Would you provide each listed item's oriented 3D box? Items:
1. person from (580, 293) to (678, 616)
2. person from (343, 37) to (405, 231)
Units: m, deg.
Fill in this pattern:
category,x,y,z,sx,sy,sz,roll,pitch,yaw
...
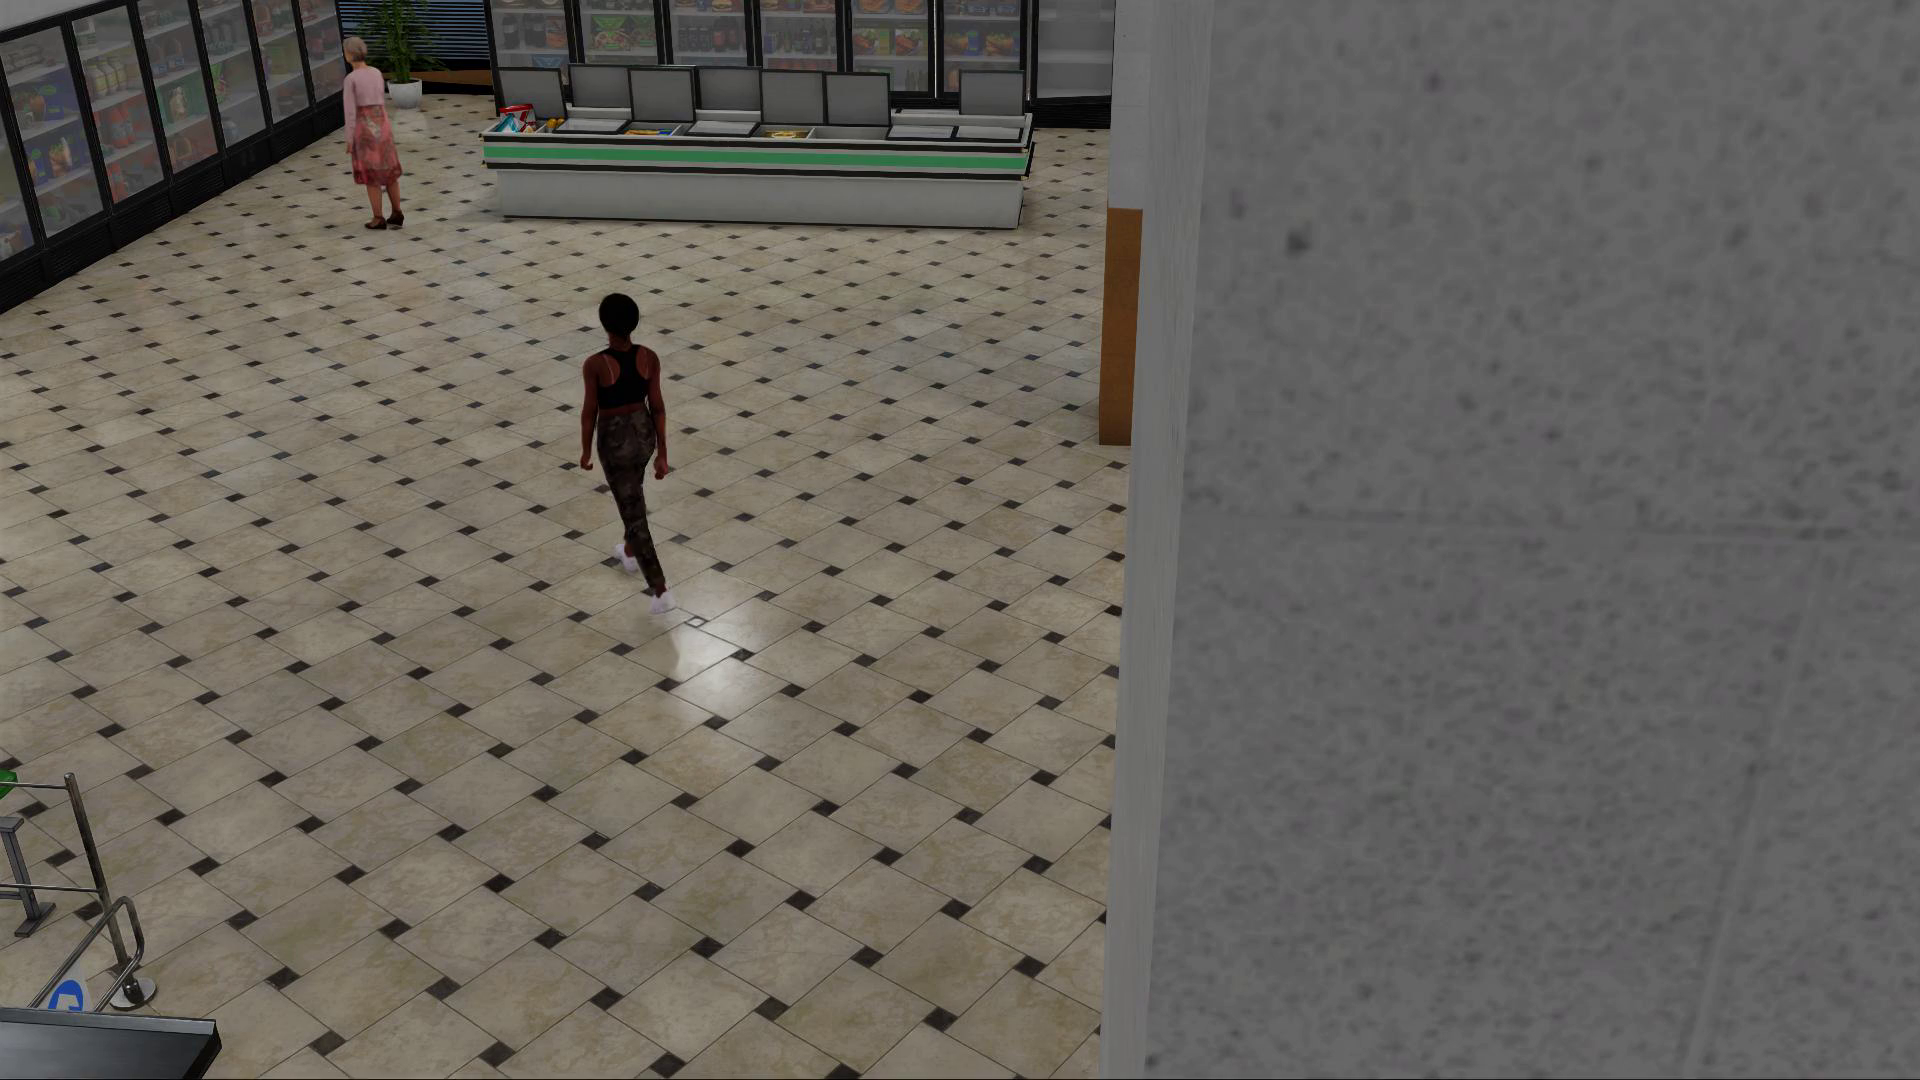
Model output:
category,x,y,z,sx,sy,sz,roll,pitch,yaw
person,-1.679,-0.395,8.527,1.144,1.640,1.130,-17,32,-30
person,-5.229,-3.623,14.833,0.705,1.692,0.686,16,31,29
